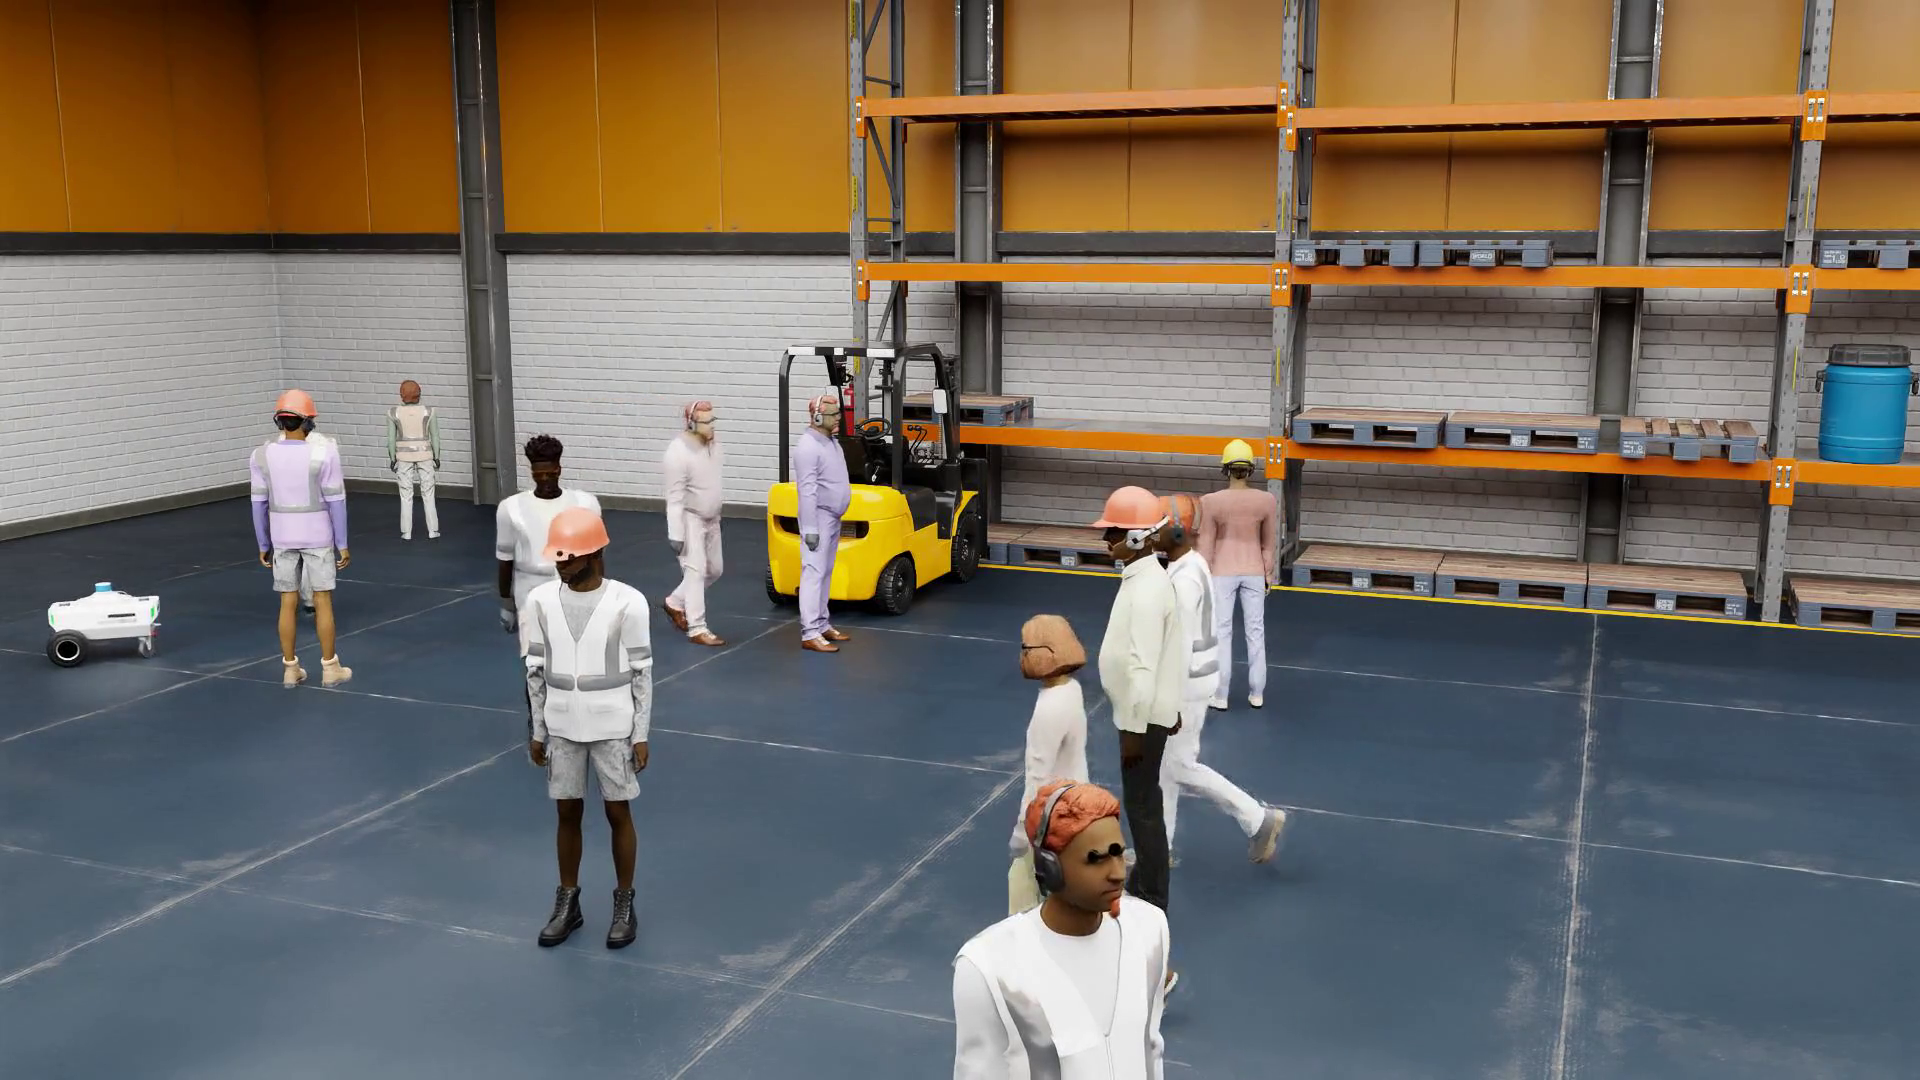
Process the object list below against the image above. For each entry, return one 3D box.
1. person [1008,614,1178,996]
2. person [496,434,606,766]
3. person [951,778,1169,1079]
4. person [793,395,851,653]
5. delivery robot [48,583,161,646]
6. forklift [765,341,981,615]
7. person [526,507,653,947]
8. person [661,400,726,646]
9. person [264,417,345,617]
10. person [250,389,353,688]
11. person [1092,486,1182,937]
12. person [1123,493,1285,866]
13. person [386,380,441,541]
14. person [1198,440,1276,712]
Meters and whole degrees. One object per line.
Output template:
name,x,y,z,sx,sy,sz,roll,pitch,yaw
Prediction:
person,0.443,1.081,6.536,0.834,1.592,0.506,1,10,8
person,-2.350,0.353,9.642,0.606,1.941,0.524,-4,11,-23
person,0.244,1.446,3.699,0.577,1.884,0.353,-7,12,-35
person,-1.009,-0.133,12.435,0.399,1.909,0.642,2,10,12
delivery robot,-6.219,0.554,12.114,0.707,0.478,0.477,-4,11,-20
forklift,-0.739,-0.602,14.246,1.214,2.155,2.313,4,11,21
person,-1.594,0.806,7.139,0.547,1.930,0.382,1,10,7
person,-2.040,-0.131,12.529,0.592,1.881,0.704,4,11,22
person,-5.266,-0.257,13.398,0.592,1.810,0.531,-4,11,-19
person,-4.471,-0.004,11.337,0.616,2.040,0.382,0,10,-2
person,0.769,0.752,7.303,0.396,1.989,0.619,1,10,4
person,1.151,0.696,7.941,0.763,1.862,0.591,1,10,6
person,-5.547,-0.808,16.927,0.517,1.645,0.307,-3,11,-16
person,1.781,0.232,10.794,0.526,1.768,0.331,-2,10,-9
